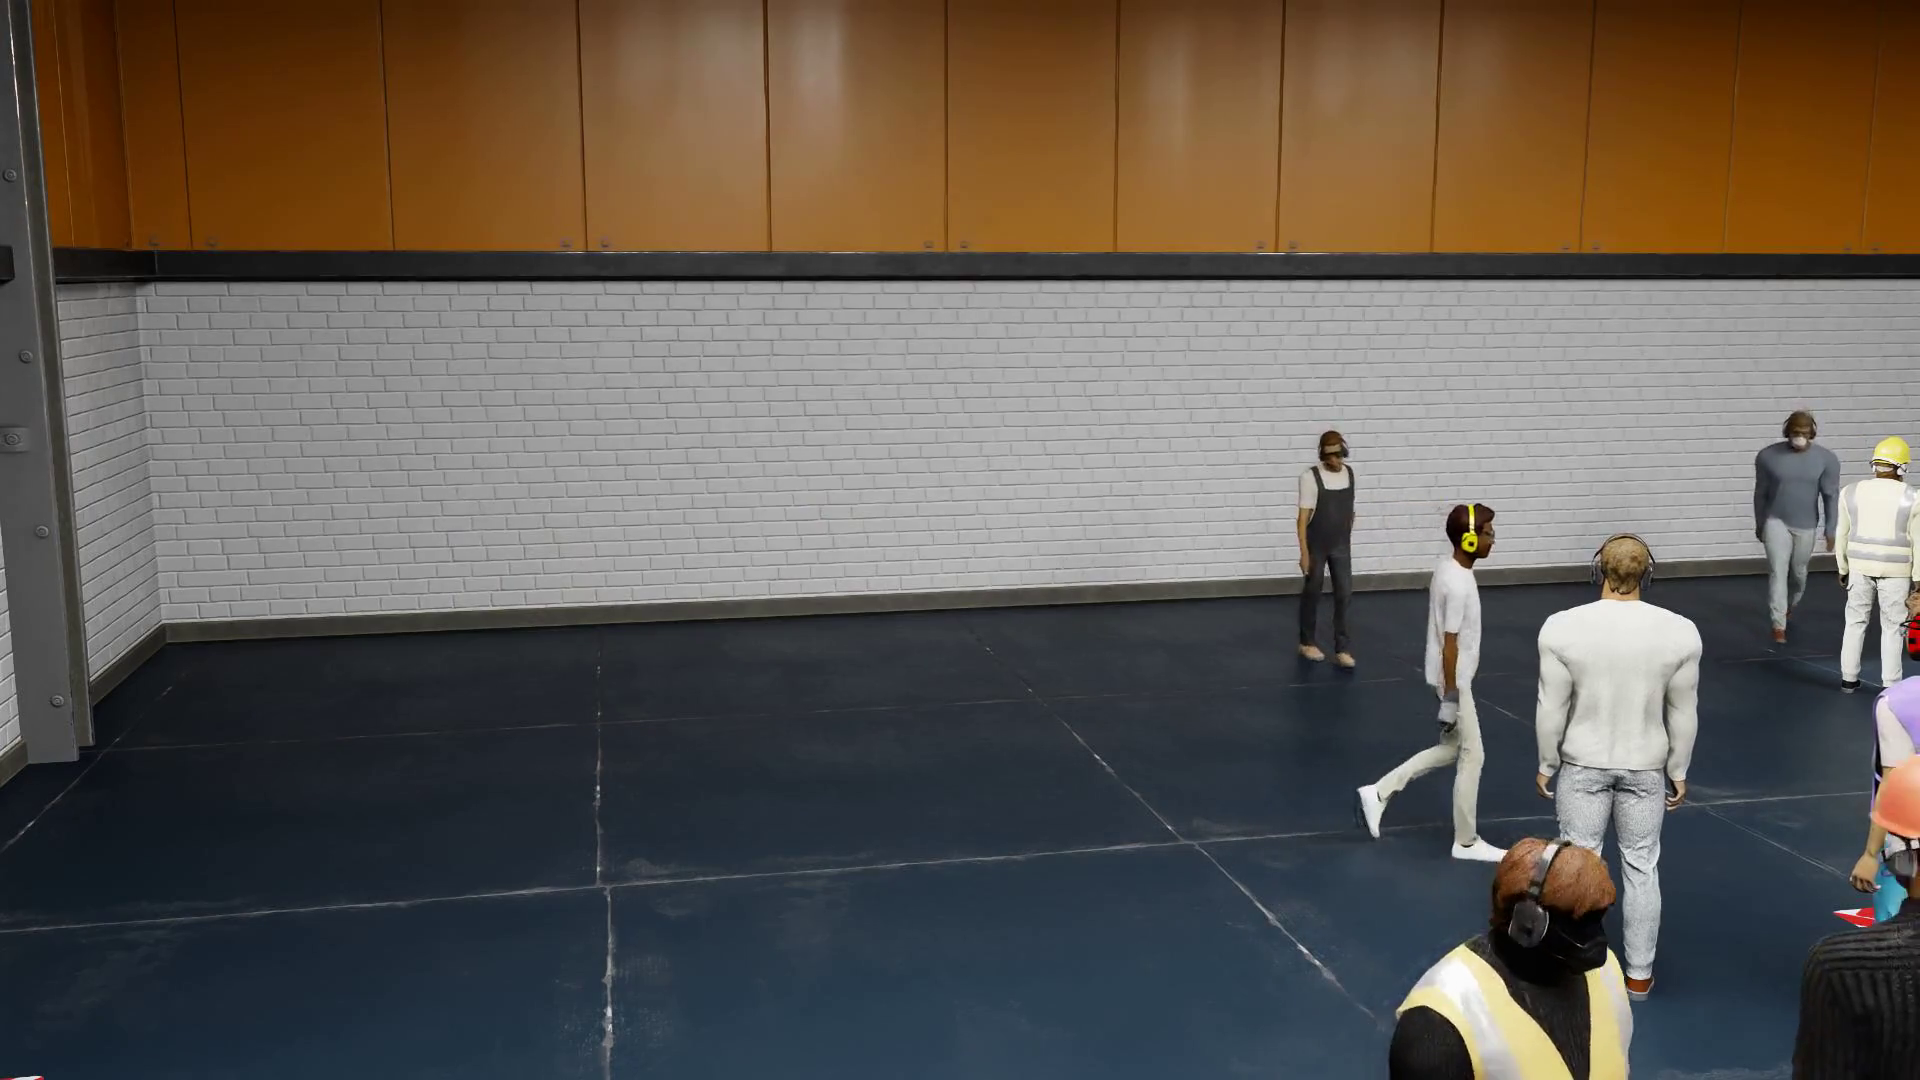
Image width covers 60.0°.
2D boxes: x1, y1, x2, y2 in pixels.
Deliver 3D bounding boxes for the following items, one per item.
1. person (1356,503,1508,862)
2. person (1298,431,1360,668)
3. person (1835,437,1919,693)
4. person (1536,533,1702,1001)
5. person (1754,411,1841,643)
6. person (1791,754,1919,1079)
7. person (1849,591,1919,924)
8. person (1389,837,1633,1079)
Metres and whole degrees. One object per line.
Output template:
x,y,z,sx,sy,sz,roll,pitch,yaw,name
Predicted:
2.435,0.715,8.407,0.704,1.852,0.536,2,9,10,person
2.759,0.067,12.483,0.529,1.796,0.809,-2,10,-12,person
6.442,0.194,11.626,0.403,1.833,0.590,-9,13,-44,person
2.670,0.930,6.821,0.629,1.940,0.373,2,10,13,person
6.827,-0.145,13.614,0.643,1.883,0.967,5,10,27,person
2.086,1.433,3.644,0.625,1.975,0.435,1,9,3,person
3.507,1.104,6.039,0.575,1.843,0.373,-4,10,-22,person
1.168,1.507,3.704,0.645,1.820,0.711,-5,11,-30,person
